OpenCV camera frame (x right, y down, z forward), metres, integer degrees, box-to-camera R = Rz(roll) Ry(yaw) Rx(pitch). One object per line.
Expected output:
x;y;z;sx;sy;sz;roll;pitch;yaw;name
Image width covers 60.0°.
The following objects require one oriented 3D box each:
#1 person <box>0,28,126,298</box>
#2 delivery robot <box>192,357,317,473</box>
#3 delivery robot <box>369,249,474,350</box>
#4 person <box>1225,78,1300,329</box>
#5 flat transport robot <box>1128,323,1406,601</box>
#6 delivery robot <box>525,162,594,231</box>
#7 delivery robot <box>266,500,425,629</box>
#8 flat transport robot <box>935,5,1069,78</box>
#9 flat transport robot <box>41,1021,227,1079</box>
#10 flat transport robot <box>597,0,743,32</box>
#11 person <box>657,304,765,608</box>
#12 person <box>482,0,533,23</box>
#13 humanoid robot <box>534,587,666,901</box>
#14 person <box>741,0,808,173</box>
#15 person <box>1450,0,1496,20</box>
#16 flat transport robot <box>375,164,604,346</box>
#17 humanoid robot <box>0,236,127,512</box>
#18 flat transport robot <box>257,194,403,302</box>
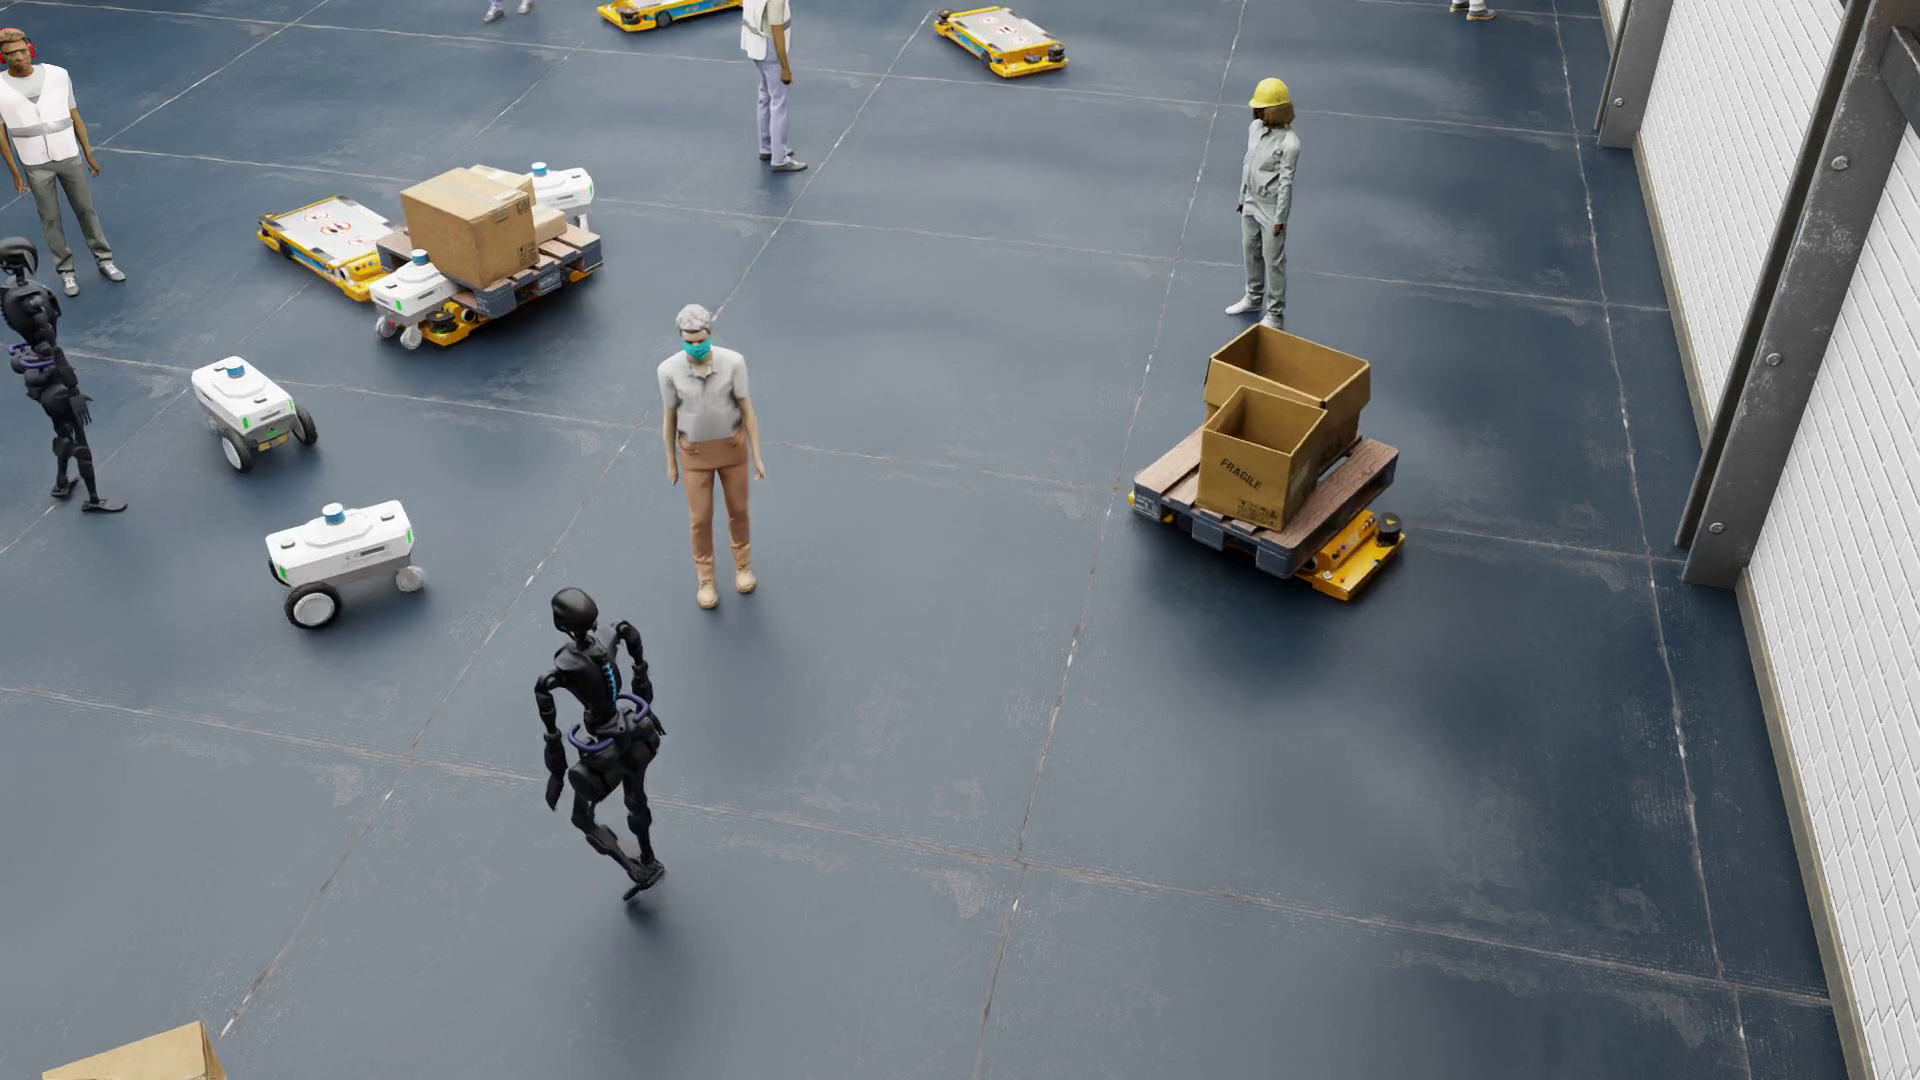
-6.212;-2.592;11.367;0.563;1.849;0.391;-28;45;-32;person
-4.309;-0.810;10.053;0.768;0.581;0.499;31;46;34;delivery robot
-3.577;-1.677;11.232;0.499;0.603;0.794;25;43;29;delivery robot
1.996;-2.193;10.934;0.347;1.733;0.481;-17;40;-22;person
1.731;-0.154;9.424;1.431;0.231;0.659;26;44;31;flat transport robot
-3.097;-2.487;12.307;0.765;0.594;0.525;-17;40;-22;delivery robot
-3.296;0.076;8.873;0.784;0.589;0.499;-18;40;-23;delivery robot
0.371;-4.651;15.442;0.659;0.231;1.431;-17;40;-22;flat transport robot
-2.784;2.722;5.577;0.659;0.231;1.431;-16;40;-20;flat transport robot
-2.768;-5.287;16.293;1.431;0.231;0.659;-24;43;-28;flat transport robot
-1.272;-0.440;8.573;0.498;1.737;0.372;-8;38;-10;person
-4.363;-5.824;15.733;0.562;1.798;0.746;7;37;9;person
-1.438;0.851;6.898;0.397;1.645;0.594;23;43;28;humanoid robot
-1.488;-3.784;12.976;0.397;1.835;0.575;-16;40;-20;person
5.003;-5.917;15.791;0.356;1.882;0.571;-15;39;-19;person
-3.264;-1.804;11.632;0.659;0.231;1.431;24;43;29;flat transport robot
-5.076;-0.909;9.256;0.360;1.645;0.611;-30;46;-34;humanoid robot
-4.463;-2.143;12.086;1.431;0.231;0.659;29;46;33;flat transport robot
